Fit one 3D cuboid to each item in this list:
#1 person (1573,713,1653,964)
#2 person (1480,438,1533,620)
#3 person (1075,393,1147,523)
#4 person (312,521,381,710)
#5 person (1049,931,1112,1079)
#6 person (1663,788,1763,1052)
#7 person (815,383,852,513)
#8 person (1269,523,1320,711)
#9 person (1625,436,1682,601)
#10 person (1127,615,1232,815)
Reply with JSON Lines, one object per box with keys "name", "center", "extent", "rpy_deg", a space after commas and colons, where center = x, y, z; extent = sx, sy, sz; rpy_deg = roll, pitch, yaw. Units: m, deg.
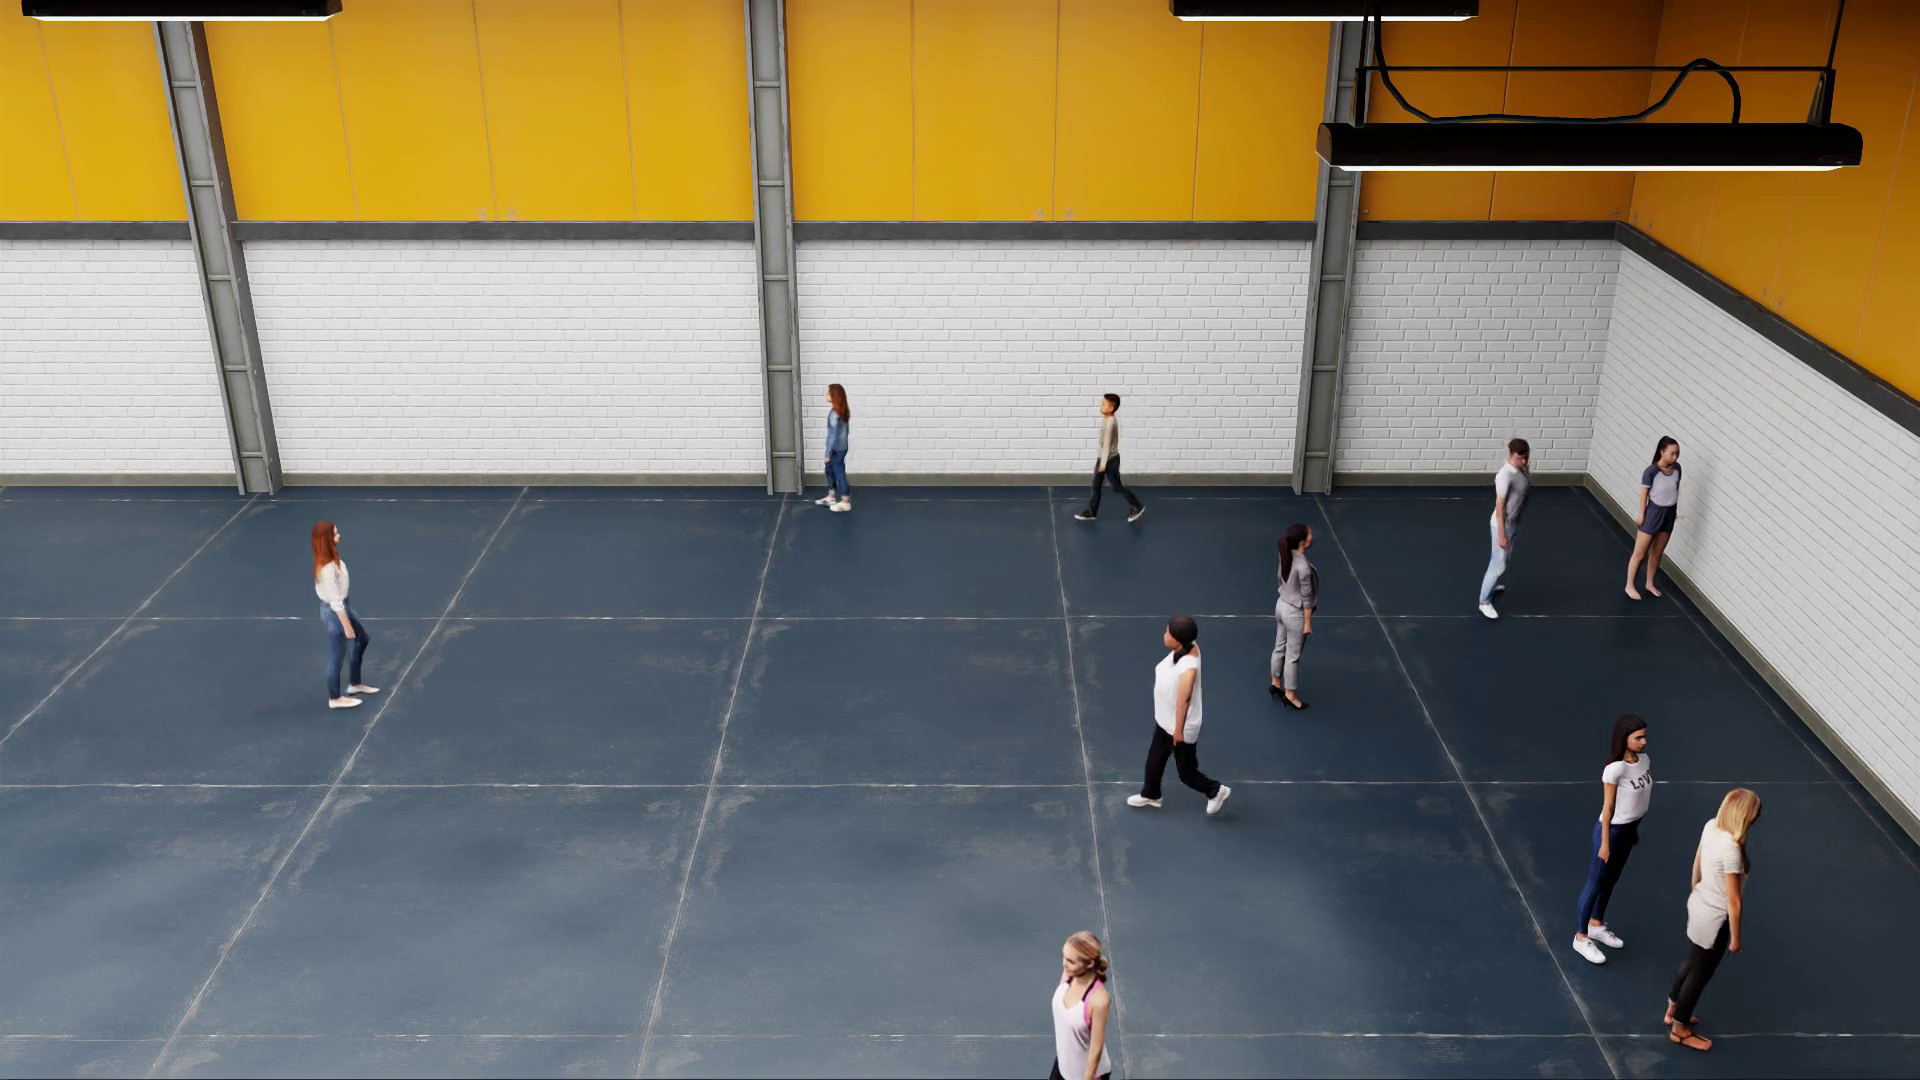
{"name": "person", "center": [4.322, 1.952, 11.011], "extent": [0.651, 1.775, 0.726], "rpy_deg": [-19, 30, -36]}
{"name": "person", "center": [5.156, -0.165, 15.791], "extent": [0.903, 1.825, 0.928], "rpy_deg": [10, 26, 22]}
{"name": "person", "center": [1.666, -0.857, 17.853], "extent": [0.993, 1.441, 0.595], "rpy_deg": [-2, 24, -5]}
{"name": "person", "center": [-5.364, 0.647, 14.069], "extent": [0.749, 1.717, 0.708], "rpy_deg": [-8, 25, -17]}
{"name": "person", "center": [0.749, 2.834, 9.016], "extent": [1.114, 1.757, 0.929], "rpy_deg": [-11, 26, -24]}
{"name": "person", "center": [4.528, 2.299, 10.161], "extent": [0.506, 1.820, 0.632], "rpy_deg": [2, 24, 4]}
{"name": "person", "center": [-1.271, -1.006, 18.154], "extent": [0.642, 1.473, 0.603], "rpy_deg": [1, 24, 3]}
{"name": "person", "center": [2.826, 0.636, 14.140], "extent": [0.700, 1.678, 0.694], "rpy_deg": [-8, 25, -17]}
{"name": "person", "center": [6.750, -0.221, 16.139], "extent": [0.571, 1.649, 0.715], "rpy_deg": [-8, 25, -19]}
{"name": "person", "center": [1.691, 1.351, 12.523], "extent": [1.010, 1.664, 0.690], "rpy_deg": [2, 24, 4]}
